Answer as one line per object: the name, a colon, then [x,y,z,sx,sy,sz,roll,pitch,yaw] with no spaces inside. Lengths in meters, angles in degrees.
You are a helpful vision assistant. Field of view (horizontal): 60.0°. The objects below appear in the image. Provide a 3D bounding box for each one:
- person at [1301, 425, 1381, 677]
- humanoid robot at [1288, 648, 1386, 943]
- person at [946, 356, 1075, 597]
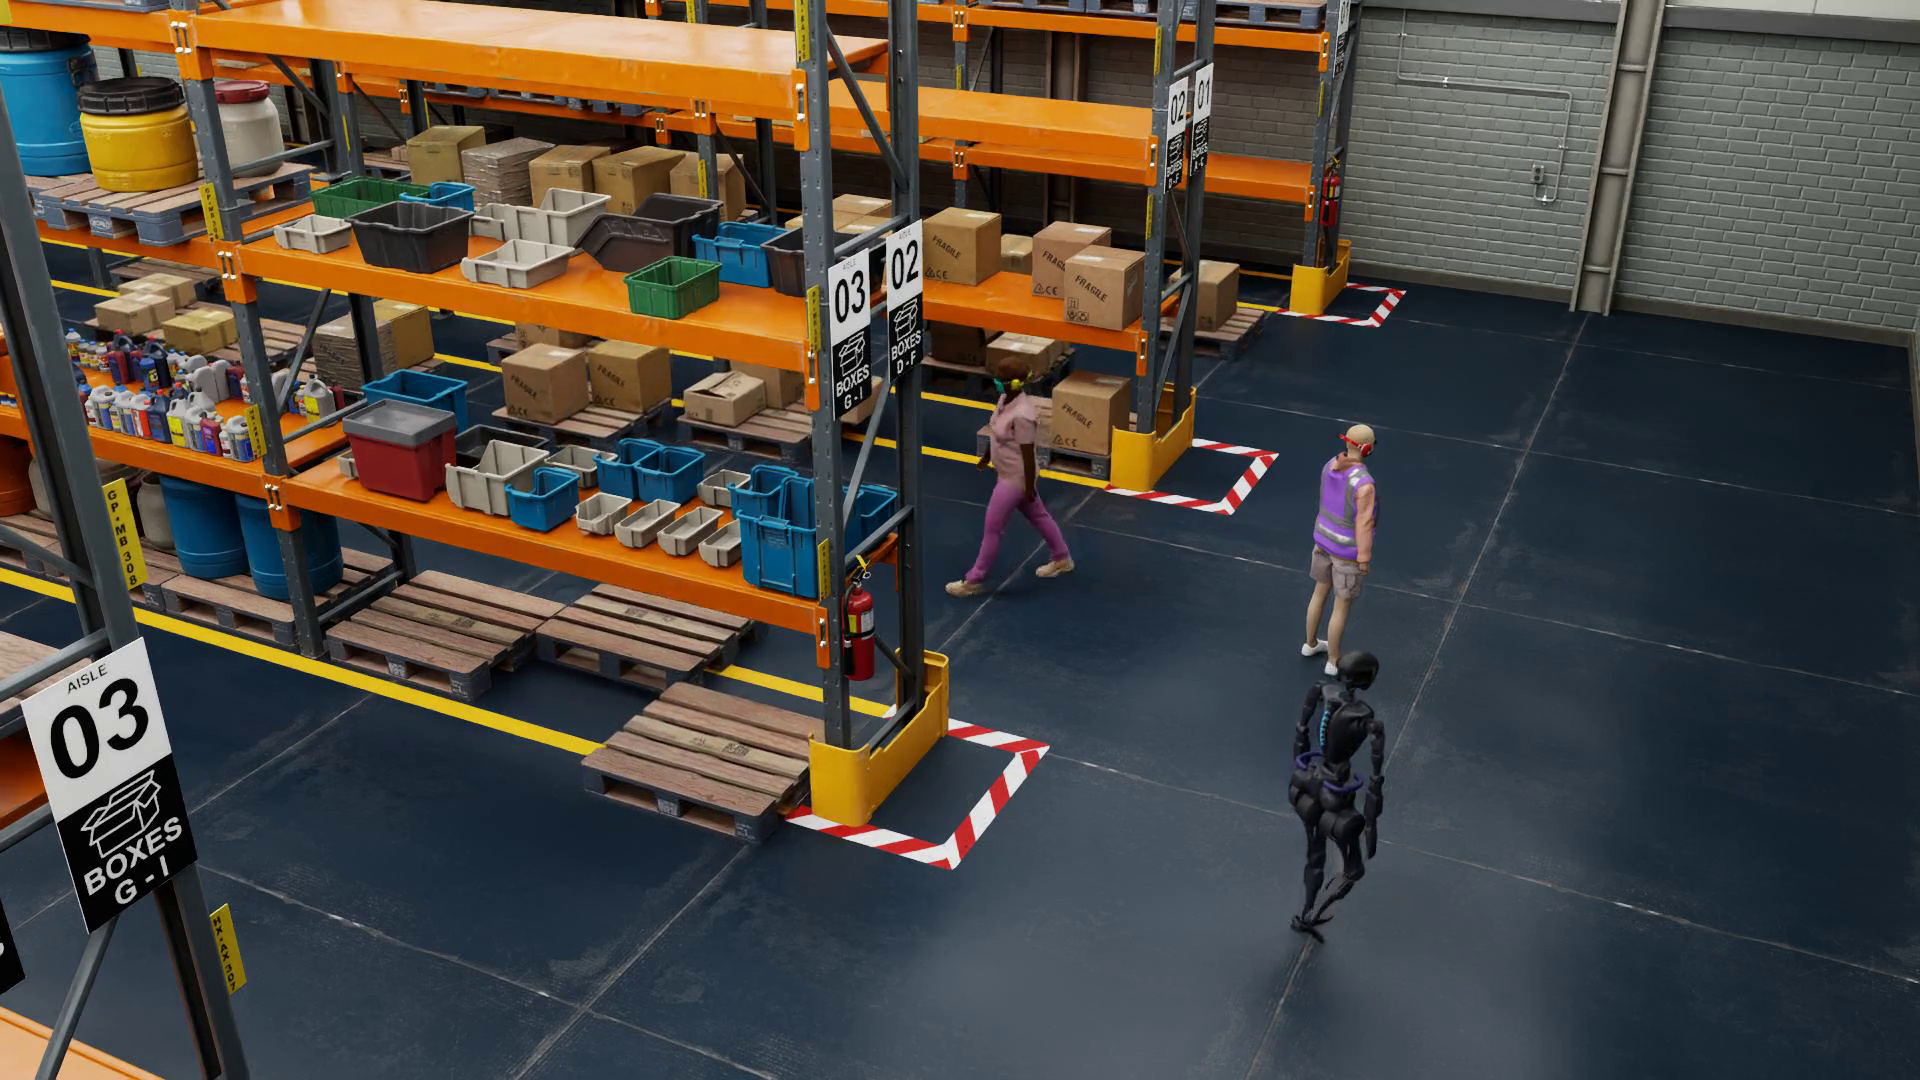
person: [2.430,0.058,10.588,0.349,1.688,0.491,-11,28,-21]
humanoid robot: [1.783,1.261,8.170,0.399,1.645,0.612,-16,30,-29]
person: [0.397,-0.471,11.587,0.962,1.748,0.513,-4,27,-8]
